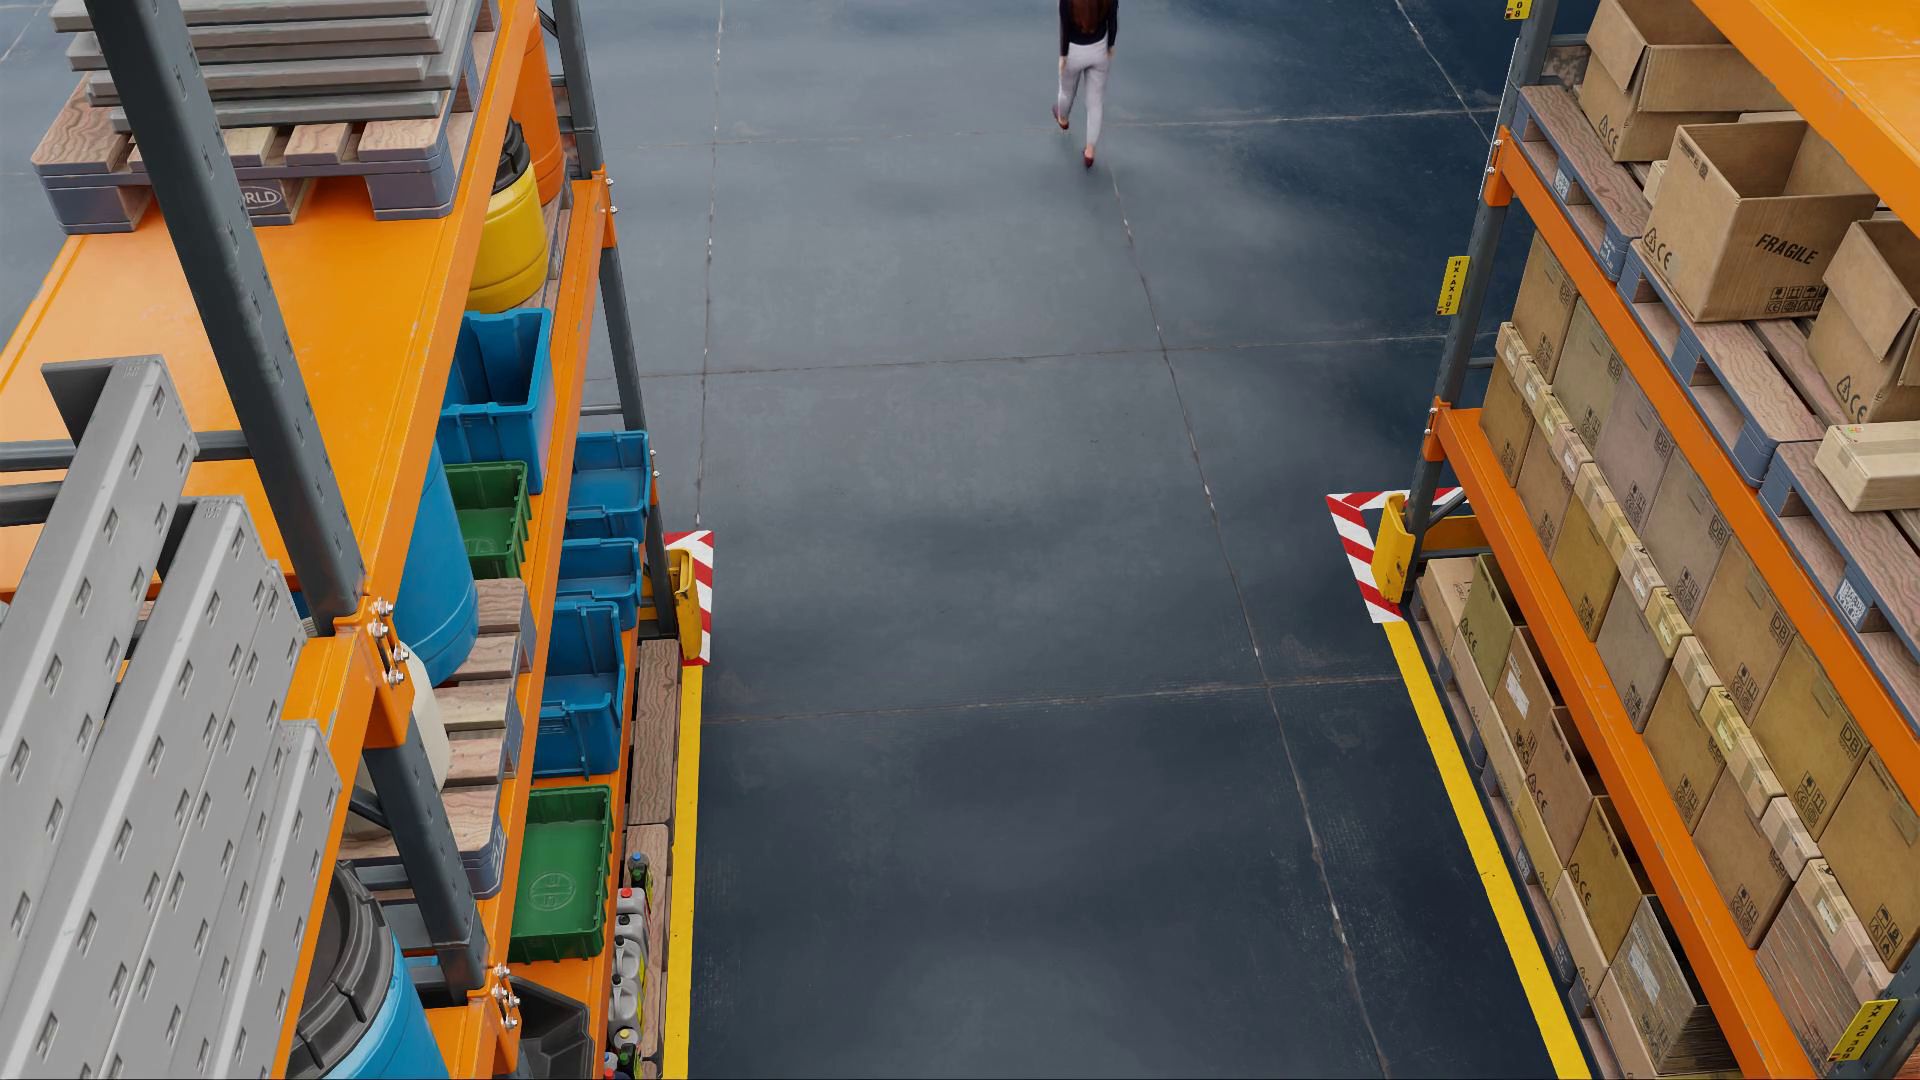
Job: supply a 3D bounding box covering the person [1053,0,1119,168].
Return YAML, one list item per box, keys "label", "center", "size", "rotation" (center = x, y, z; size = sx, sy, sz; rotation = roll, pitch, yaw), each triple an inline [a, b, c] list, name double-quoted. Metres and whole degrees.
- label: "person"
  center: [0.936, -3.508, 12.225]
  size: [0.638, 1.564, 1.012]
  rotation: [-6, 43, -7]
